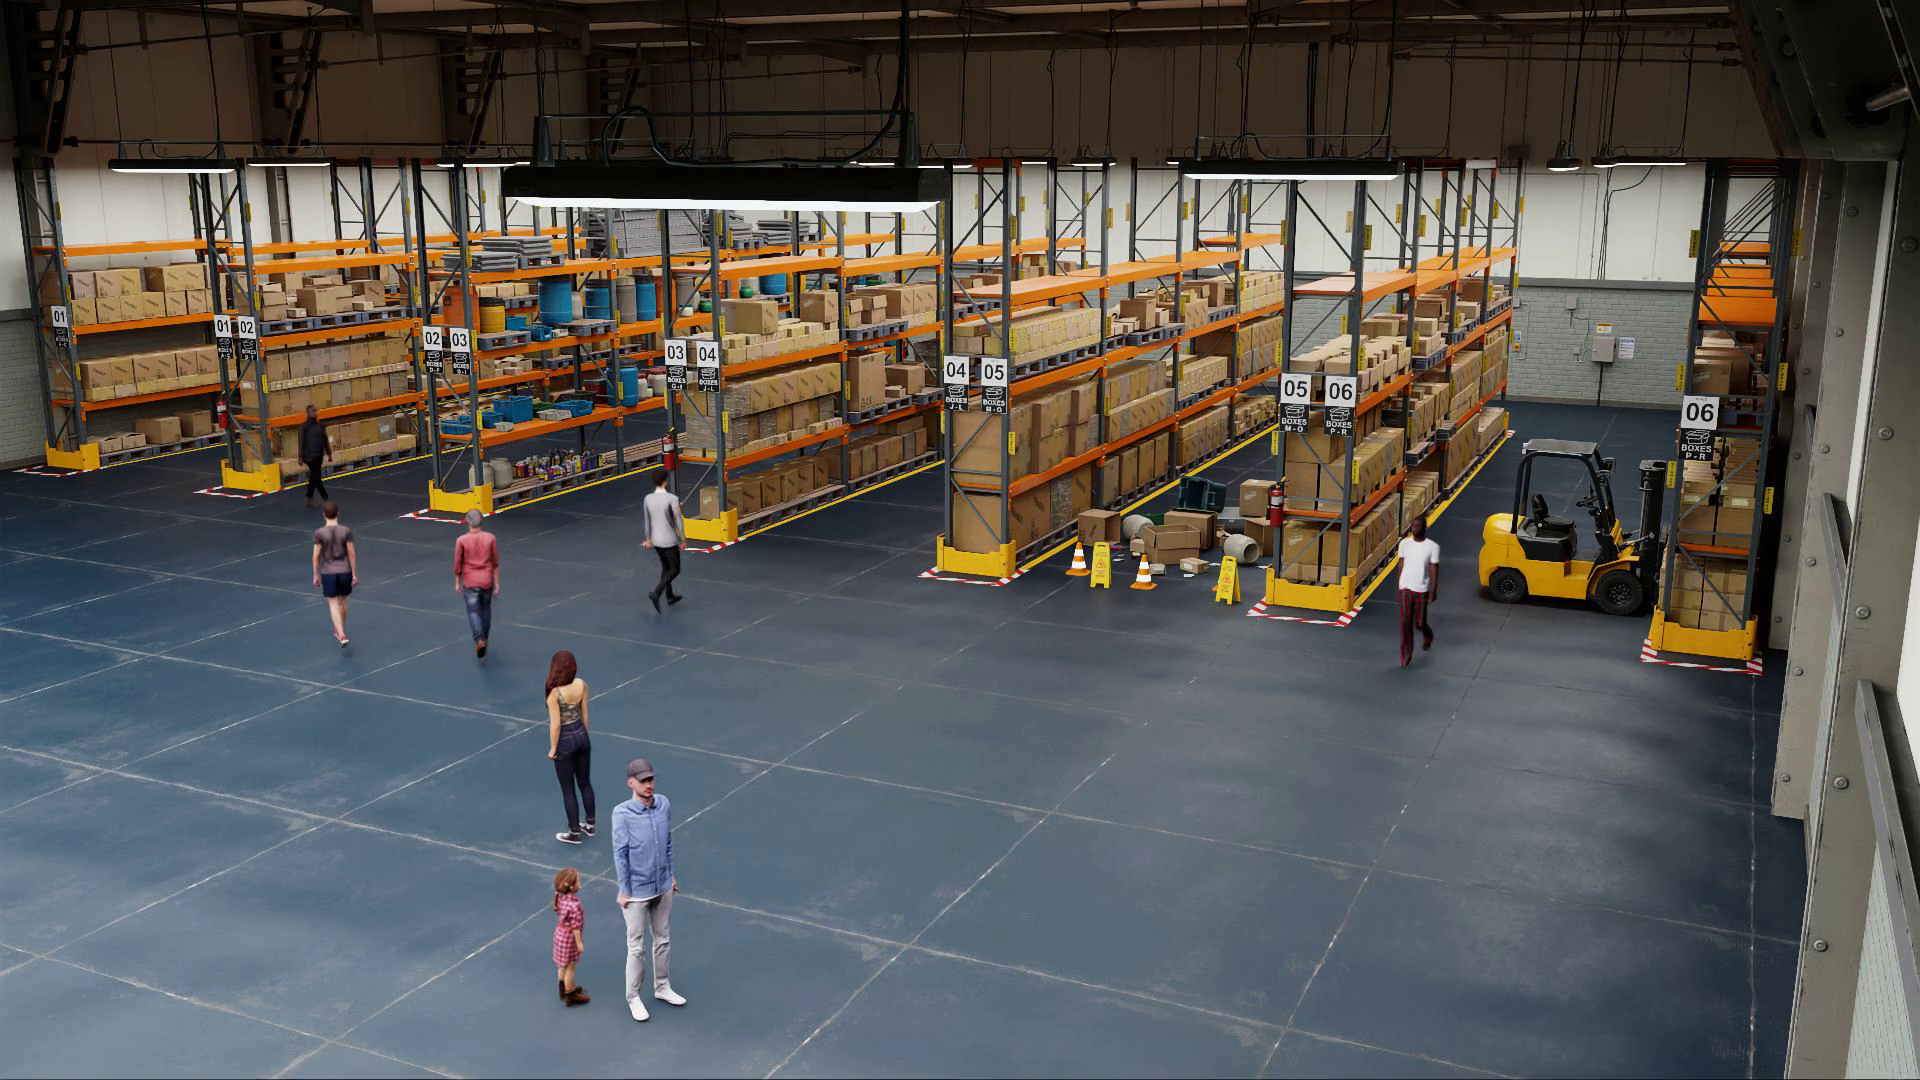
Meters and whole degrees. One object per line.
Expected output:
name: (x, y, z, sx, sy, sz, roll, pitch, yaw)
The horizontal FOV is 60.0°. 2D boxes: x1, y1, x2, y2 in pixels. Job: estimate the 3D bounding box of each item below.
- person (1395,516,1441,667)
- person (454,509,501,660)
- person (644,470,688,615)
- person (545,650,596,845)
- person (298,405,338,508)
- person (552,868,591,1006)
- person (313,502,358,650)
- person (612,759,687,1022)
person: (5.537, 0.602, 20.136, 0.765, 1.818, 0.962, 9, 16, 35)
person: (-5.895, 0.558, 20.376, 1.232, 1.795, 1.226, -7, 15, -26)
person: (-4.027, 0.016, 22.458, 0.800, 1.911, 1.055, 7, 15, 28)
person: (-3.476, 1.840, 14.897, 0.701, 1.769, 0.535, 9, 16, 34)
person: (-11.302, -1.427, 28.935, 0.777, 1.802, 0.965, 6, 14, 25)
person: (-2.852, 2.872, 12.098, 0.532, 1.021, 0.490, -9, 16, -35)
person: (-7.761, 0.471, 20.702, 1.193, 1.817, 1.146, -8, 15, -29)
person: (-2.246, 2.467, 11.925, 0.637, 1.888, 0.789, -12, 18, -43)
